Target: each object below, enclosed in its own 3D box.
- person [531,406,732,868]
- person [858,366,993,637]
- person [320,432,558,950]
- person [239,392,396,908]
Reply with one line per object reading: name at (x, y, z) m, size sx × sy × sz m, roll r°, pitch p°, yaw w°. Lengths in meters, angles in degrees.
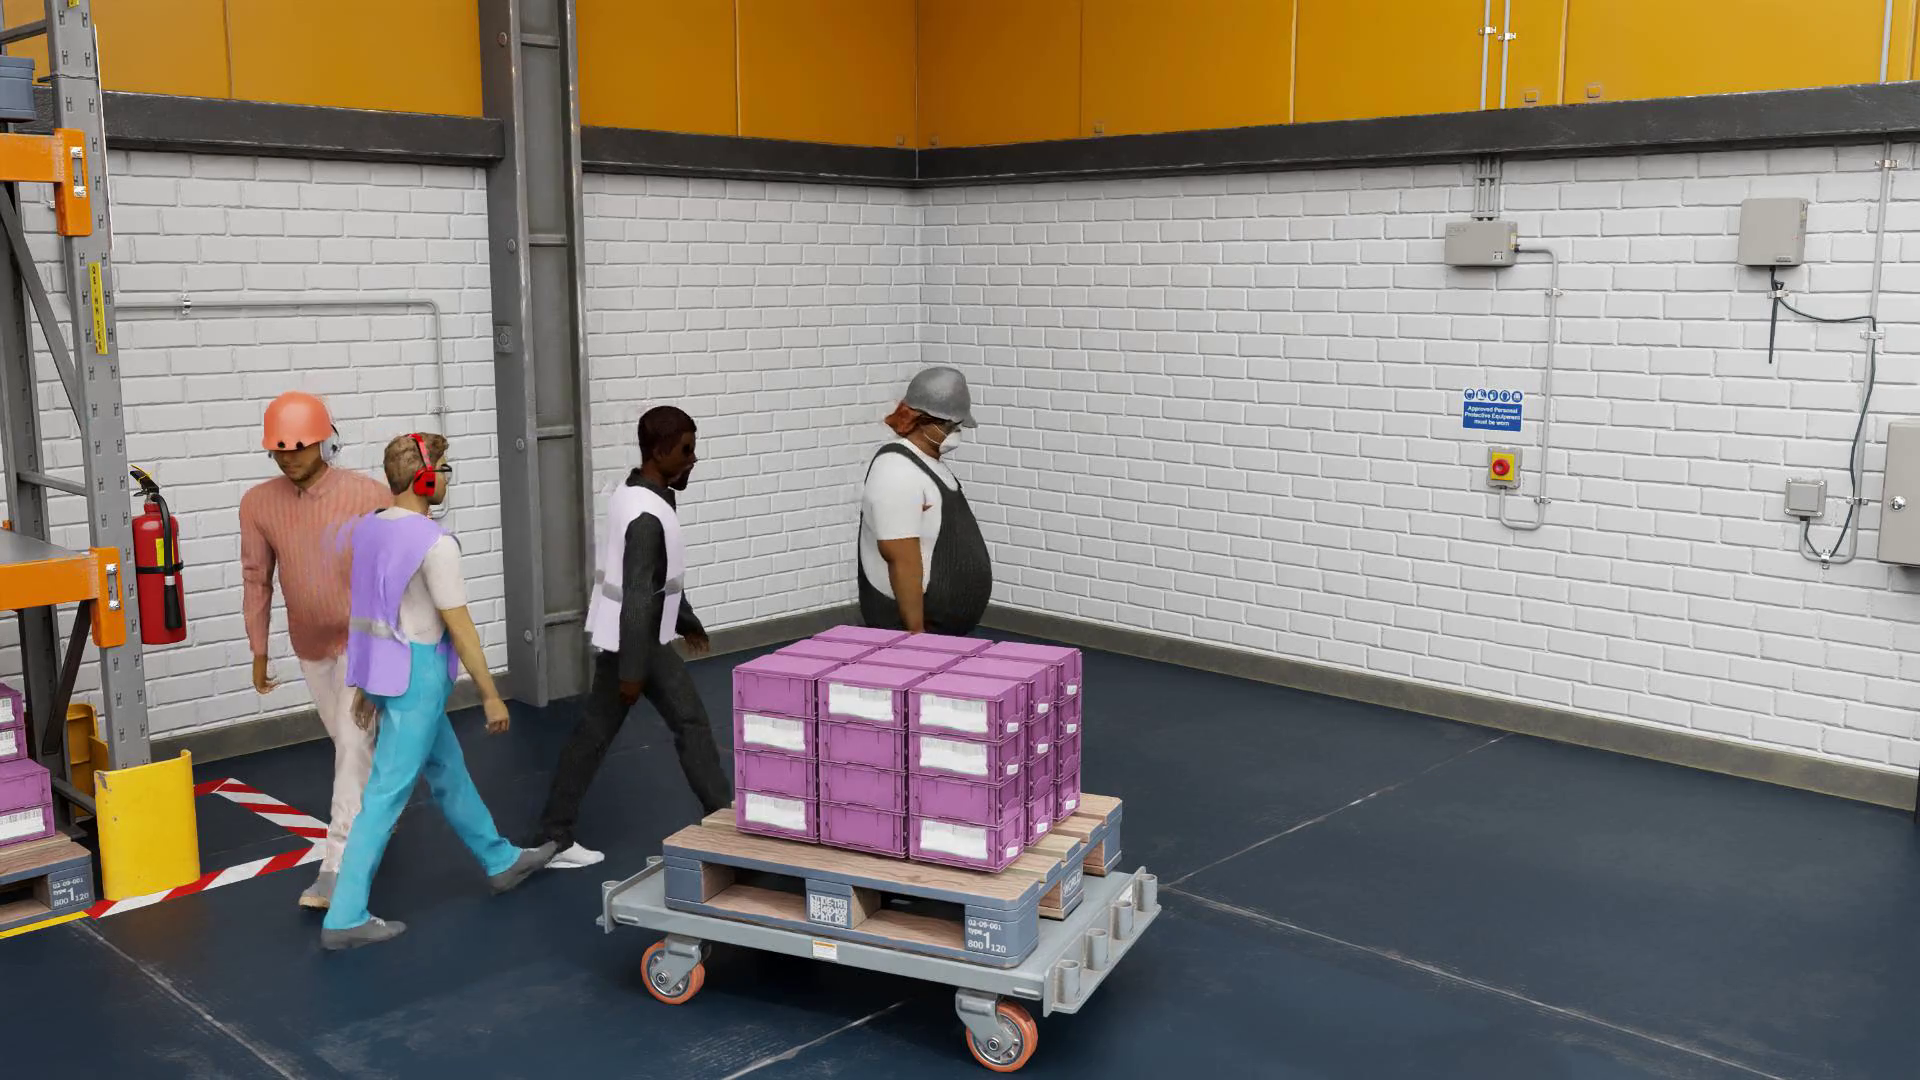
person at (-1.214, 0.394, 6.496) m, size 1.052 × 1.847 × 0.601 m, roll -4°, pitch 10°, yaw -22°
person at (-0.252, 0.251, 6.774) m, size 0.772 × 2.000 × 0.694 m, roll 2°, pitch 9°, yaw 10°
person at (-1.898, 0.510, 5.951) m, size 0.997 × 1.787 × 0.580 m, roll -9°, pitch 13°, yaw -43°
person at (-2.429, 0.374, 6.439) m, size 0.648 × 1.918 × 0.991 m, roll 1°, pitch 9°, yaw 5°
